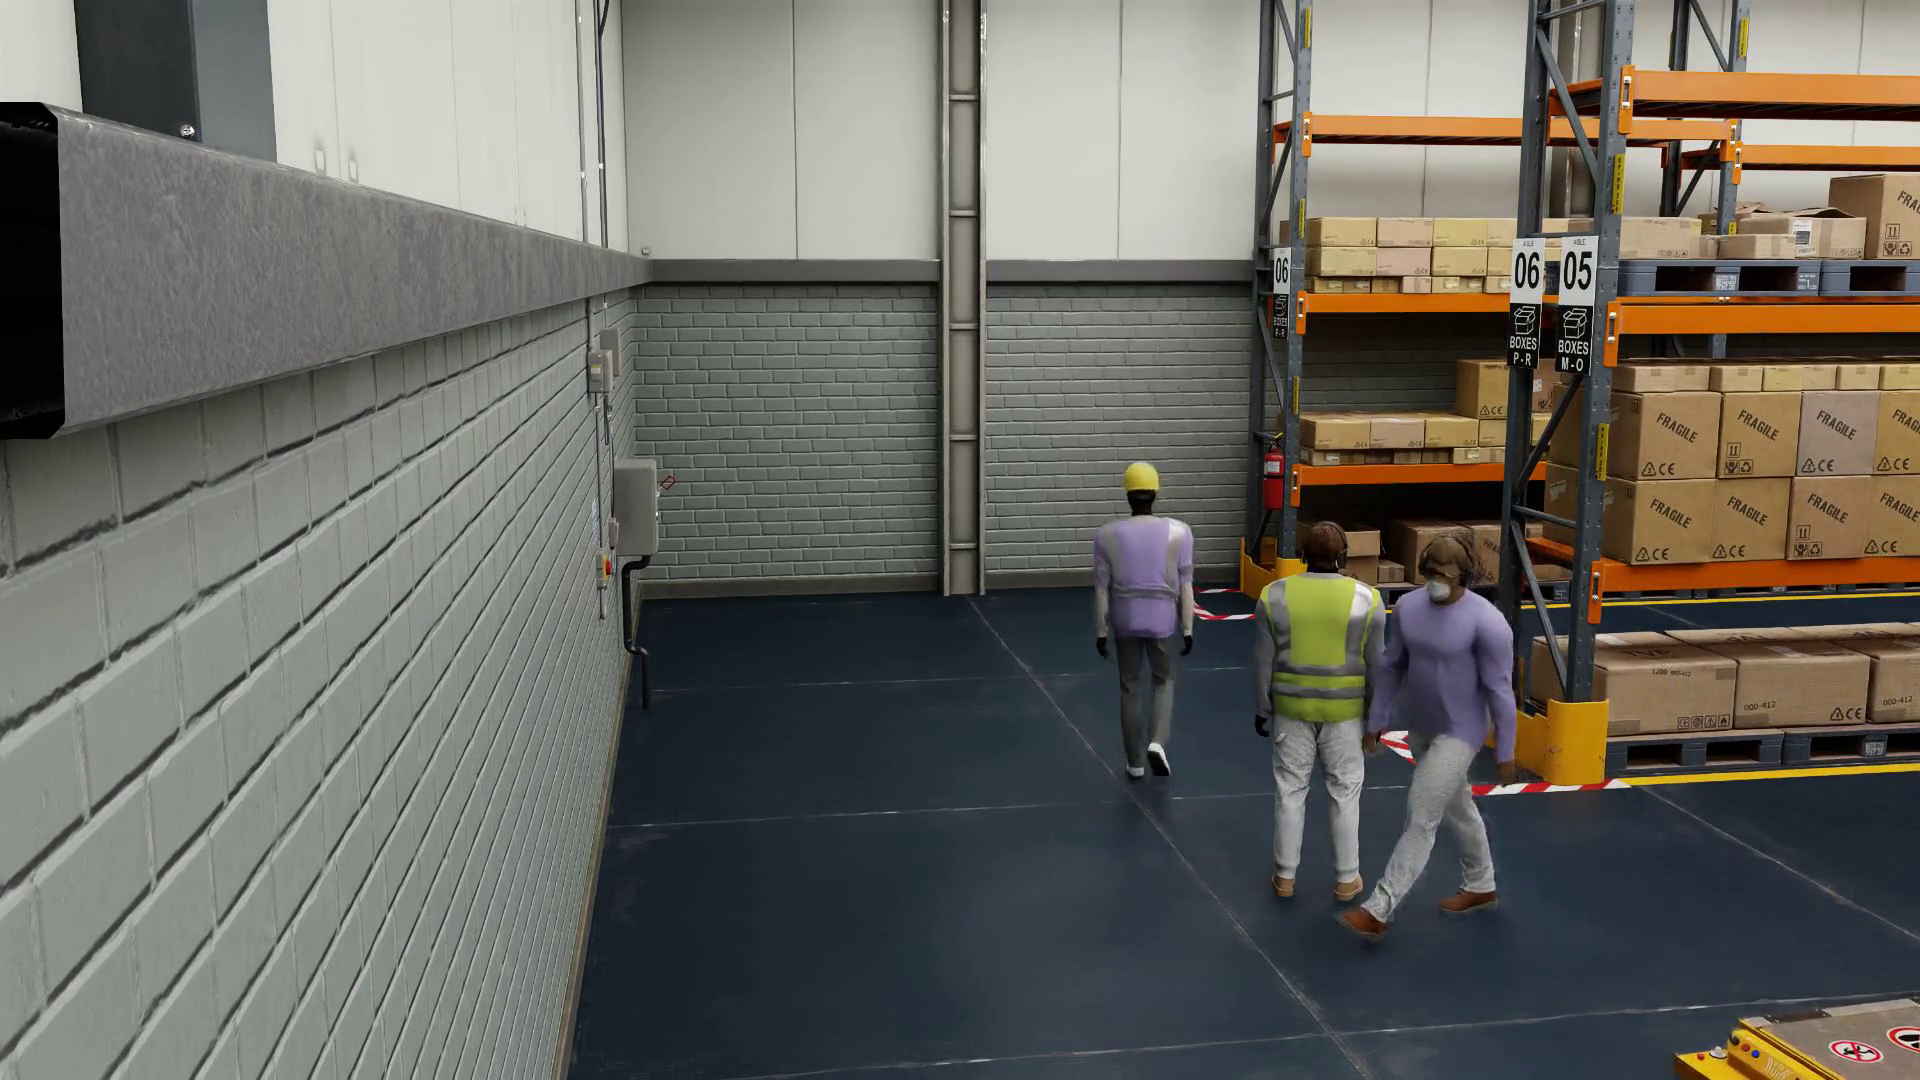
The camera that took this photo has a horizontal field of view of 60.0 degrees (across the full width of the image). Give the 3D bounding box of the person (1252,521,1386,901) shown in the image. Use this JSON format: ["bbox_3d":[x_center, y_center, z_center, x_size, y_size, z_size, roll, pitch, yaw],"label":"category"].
[{"bbox_3d":[1.733,0.822,8.040,0.634,1.841,0.429,2,10,14],"label":"person"}]

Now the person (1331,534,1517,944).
[{"bbox_3d":[2.135,0.889,7.532,1.054,1.865,0.661,-4,10,-23],"label":"person"}]

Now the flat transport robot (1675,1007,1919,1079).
[{"bbox_3d":[3.438,1.927,6.057,1.431,0.197,0.652,-2,9,-14],"label":"flat transport robot"}]

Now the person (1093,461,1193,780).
[{"bbox_3d":[1.077,0.490,9.838,0.596,1.914,0.445,1,9,6],"label":"person"}]
